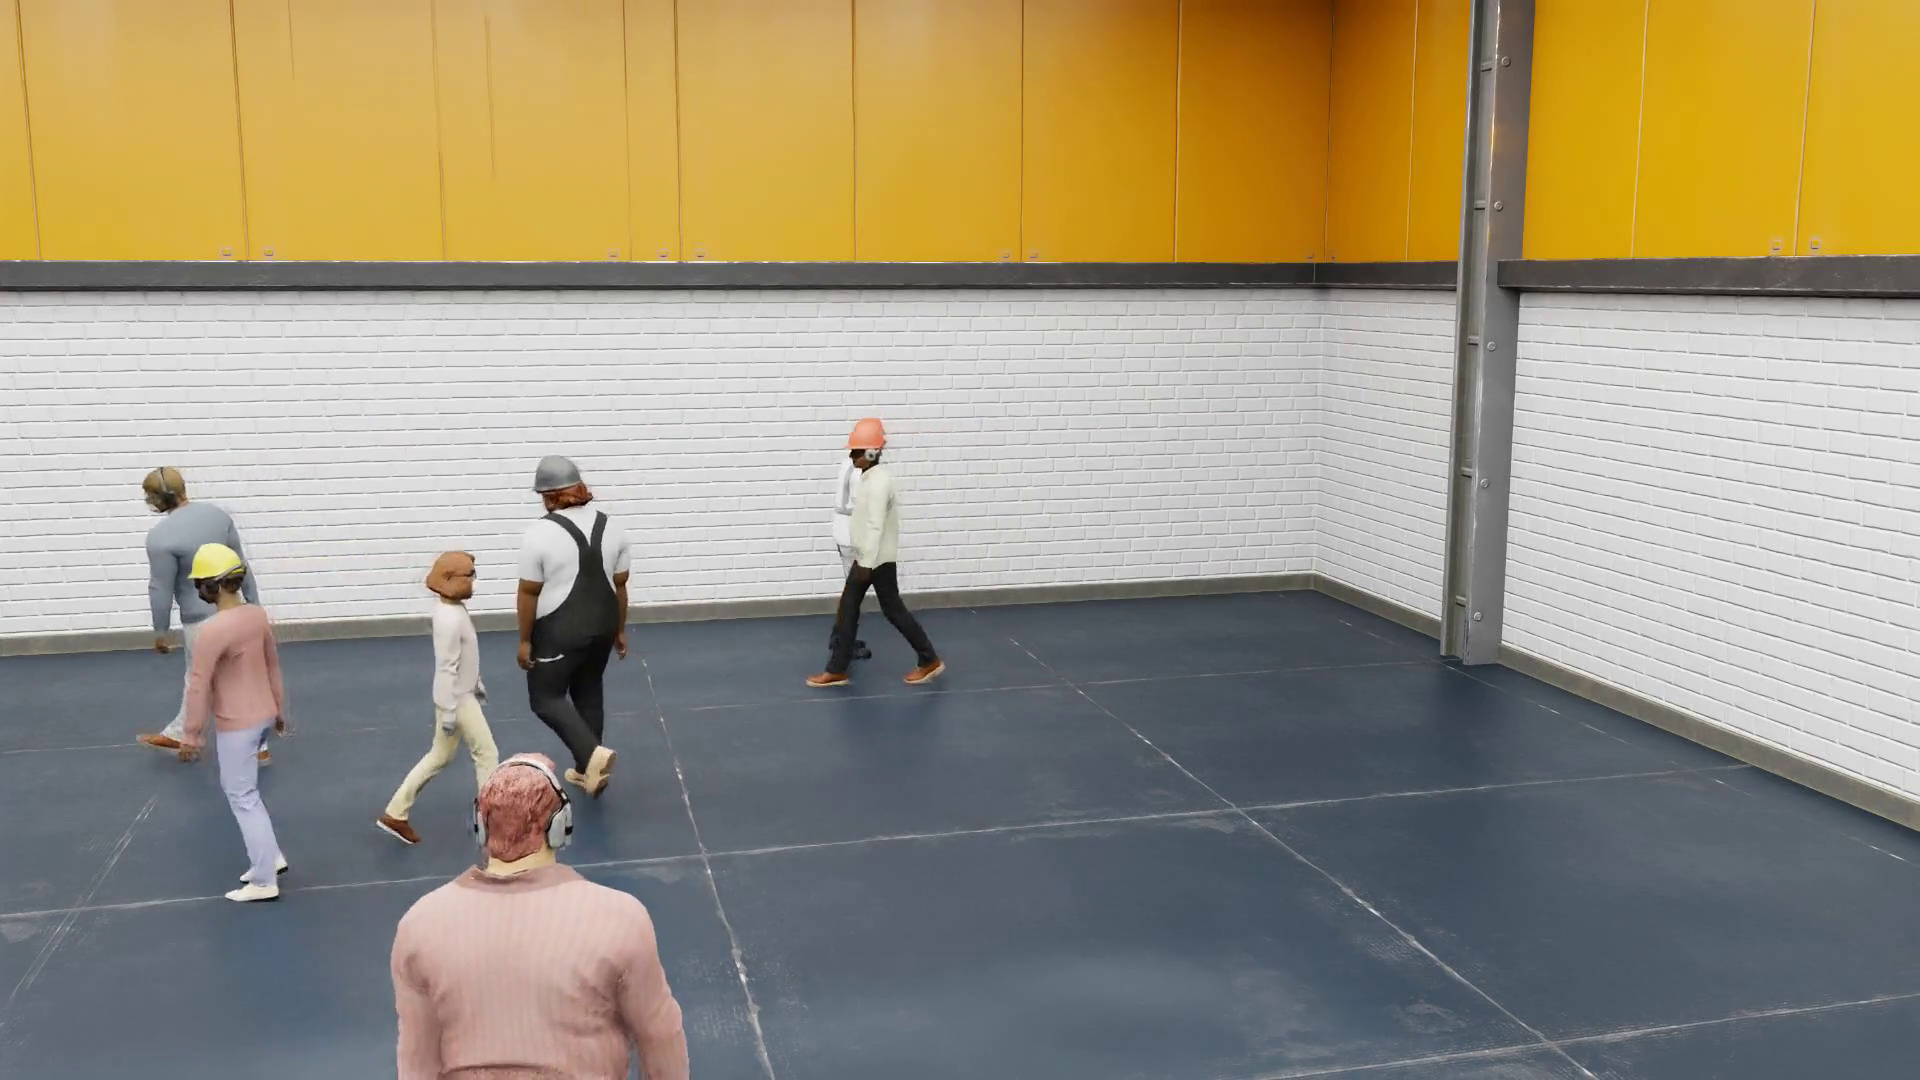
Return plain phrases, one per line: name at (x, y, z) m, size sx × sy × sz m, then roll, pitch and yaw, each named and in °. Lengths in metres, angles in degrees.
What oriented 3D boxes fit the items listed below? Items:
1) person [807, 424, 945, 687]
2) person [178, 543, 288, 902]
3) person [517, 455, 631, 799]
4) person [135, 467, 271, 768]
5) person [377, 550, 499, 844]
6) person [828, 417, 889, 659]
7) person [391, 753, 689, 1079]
person at (-0.584, 0.123, 12.164) m, size 1.005 × 1.952 × 0.623 m, roll -2°, pitch 9°, yaw -15°
person at (-3.480, 0.885, 8.013) m, size 0.429 × 1.748 × 0.556 m, roll 1°, pitch 9°, yaw 4°
person at (-2.193, 0.496, 9.527) m, size 0.710 × 2.000 × 0.702 m, roll 8°, pitch 12°, yaw 40°
person at (-4.687, 0.474, 10.175) m, size 0.962 × 1.873 × 0.702 m, roll 2°, pitch 9°, yaw 10°
person at (-2.690, 0.835, 8.759) m, size 0.809 × 1.602 × 0.497 m, roll -3°, pitch 10°, yaw -19°
person at (-0.797, -0.012, 13.117) m, size 0.489 × 1.910 × 0.579 m, roll -2°, pitch 9°, yaw -13°
person at (-0.996, 1.438, 4.201) m, size 0.651 × 1.864 × 0.941 m, roll 2°, pitch 9°, yaw 12°
